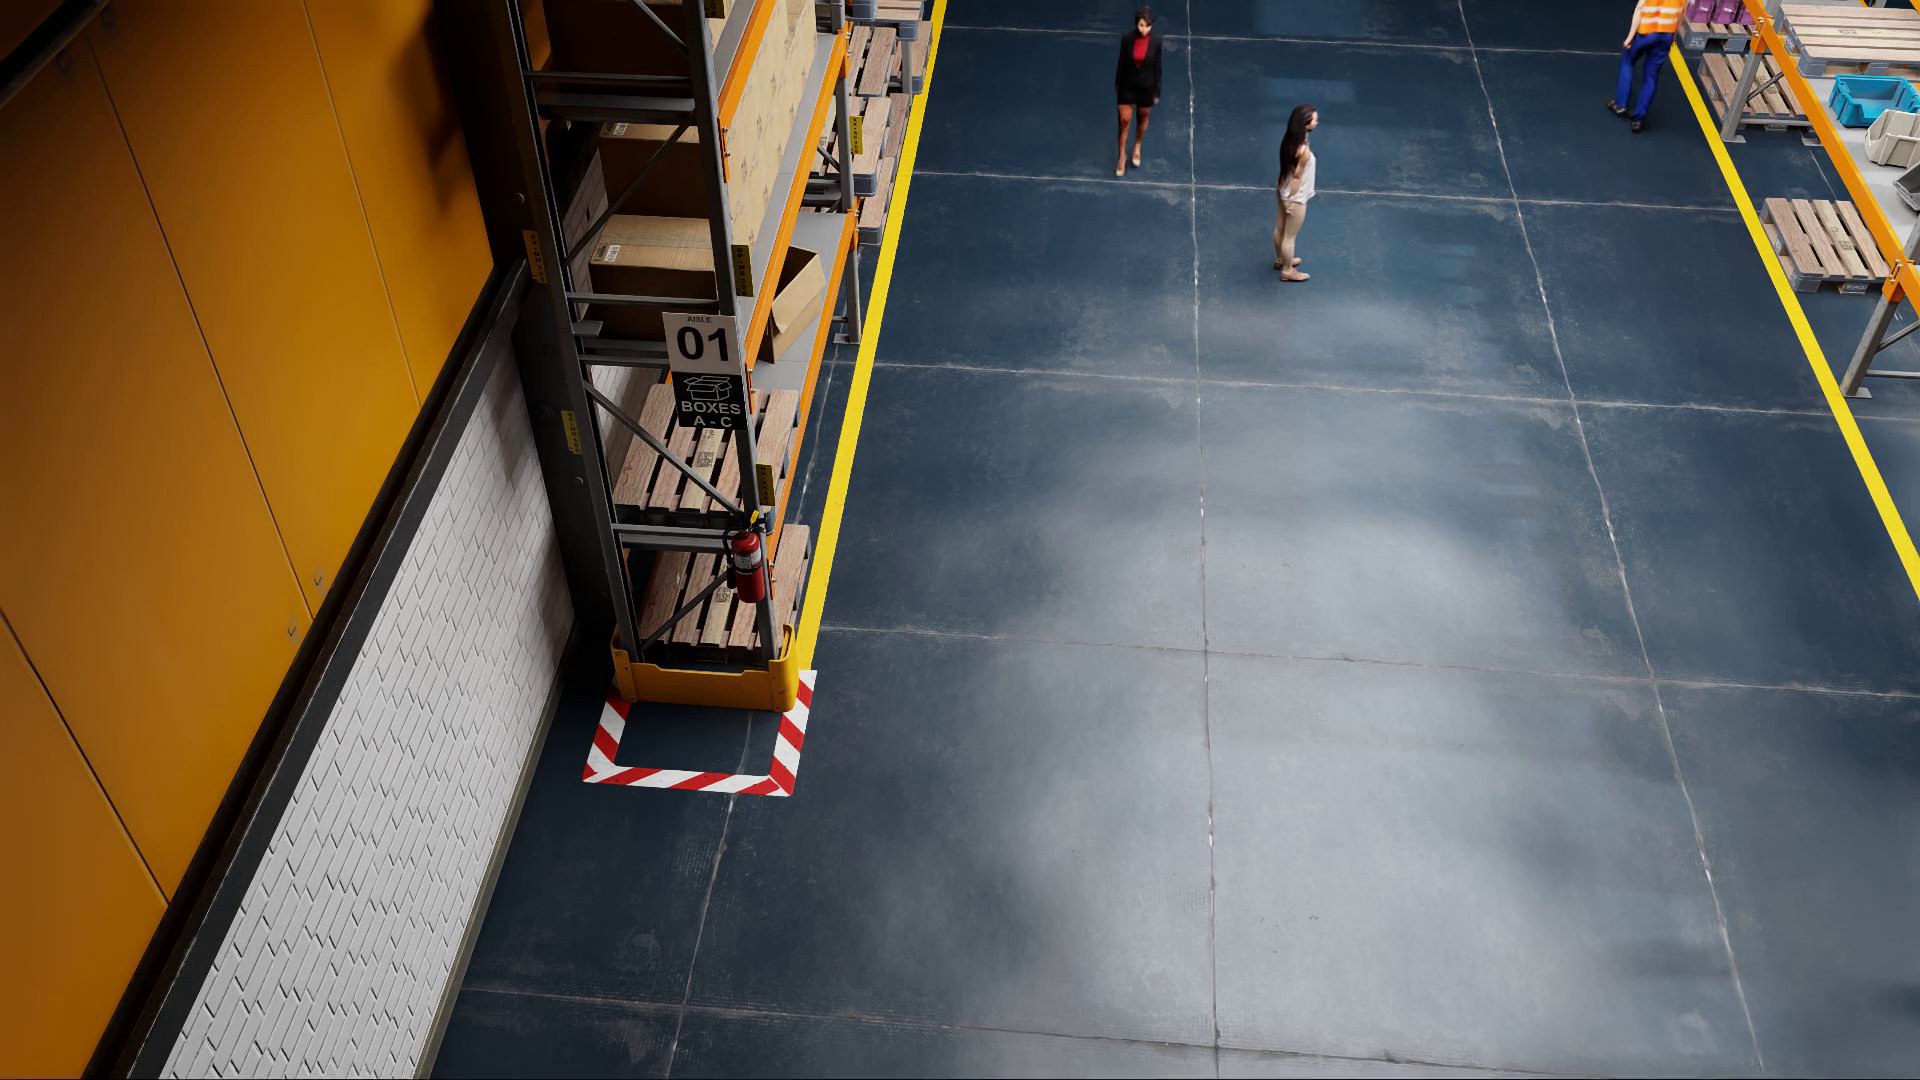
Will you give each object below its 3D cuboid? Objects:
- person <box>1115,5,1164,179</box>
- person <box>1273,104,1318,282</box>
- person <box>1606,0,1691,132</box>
[{"bbox_3d":[1.645,-4.201,15.437,0.589,1.623,0.678,5,44,5],"label":"person"},{"bbox_3d":[2.805,-2.933,14.084,0.679,1.653,0.627,-27,50,-25],"label":"person"},{"bbox_3d":[6.654,-4.796,15.892,0.704,1.858,0.788,3,44,3],"label":"person"}]
